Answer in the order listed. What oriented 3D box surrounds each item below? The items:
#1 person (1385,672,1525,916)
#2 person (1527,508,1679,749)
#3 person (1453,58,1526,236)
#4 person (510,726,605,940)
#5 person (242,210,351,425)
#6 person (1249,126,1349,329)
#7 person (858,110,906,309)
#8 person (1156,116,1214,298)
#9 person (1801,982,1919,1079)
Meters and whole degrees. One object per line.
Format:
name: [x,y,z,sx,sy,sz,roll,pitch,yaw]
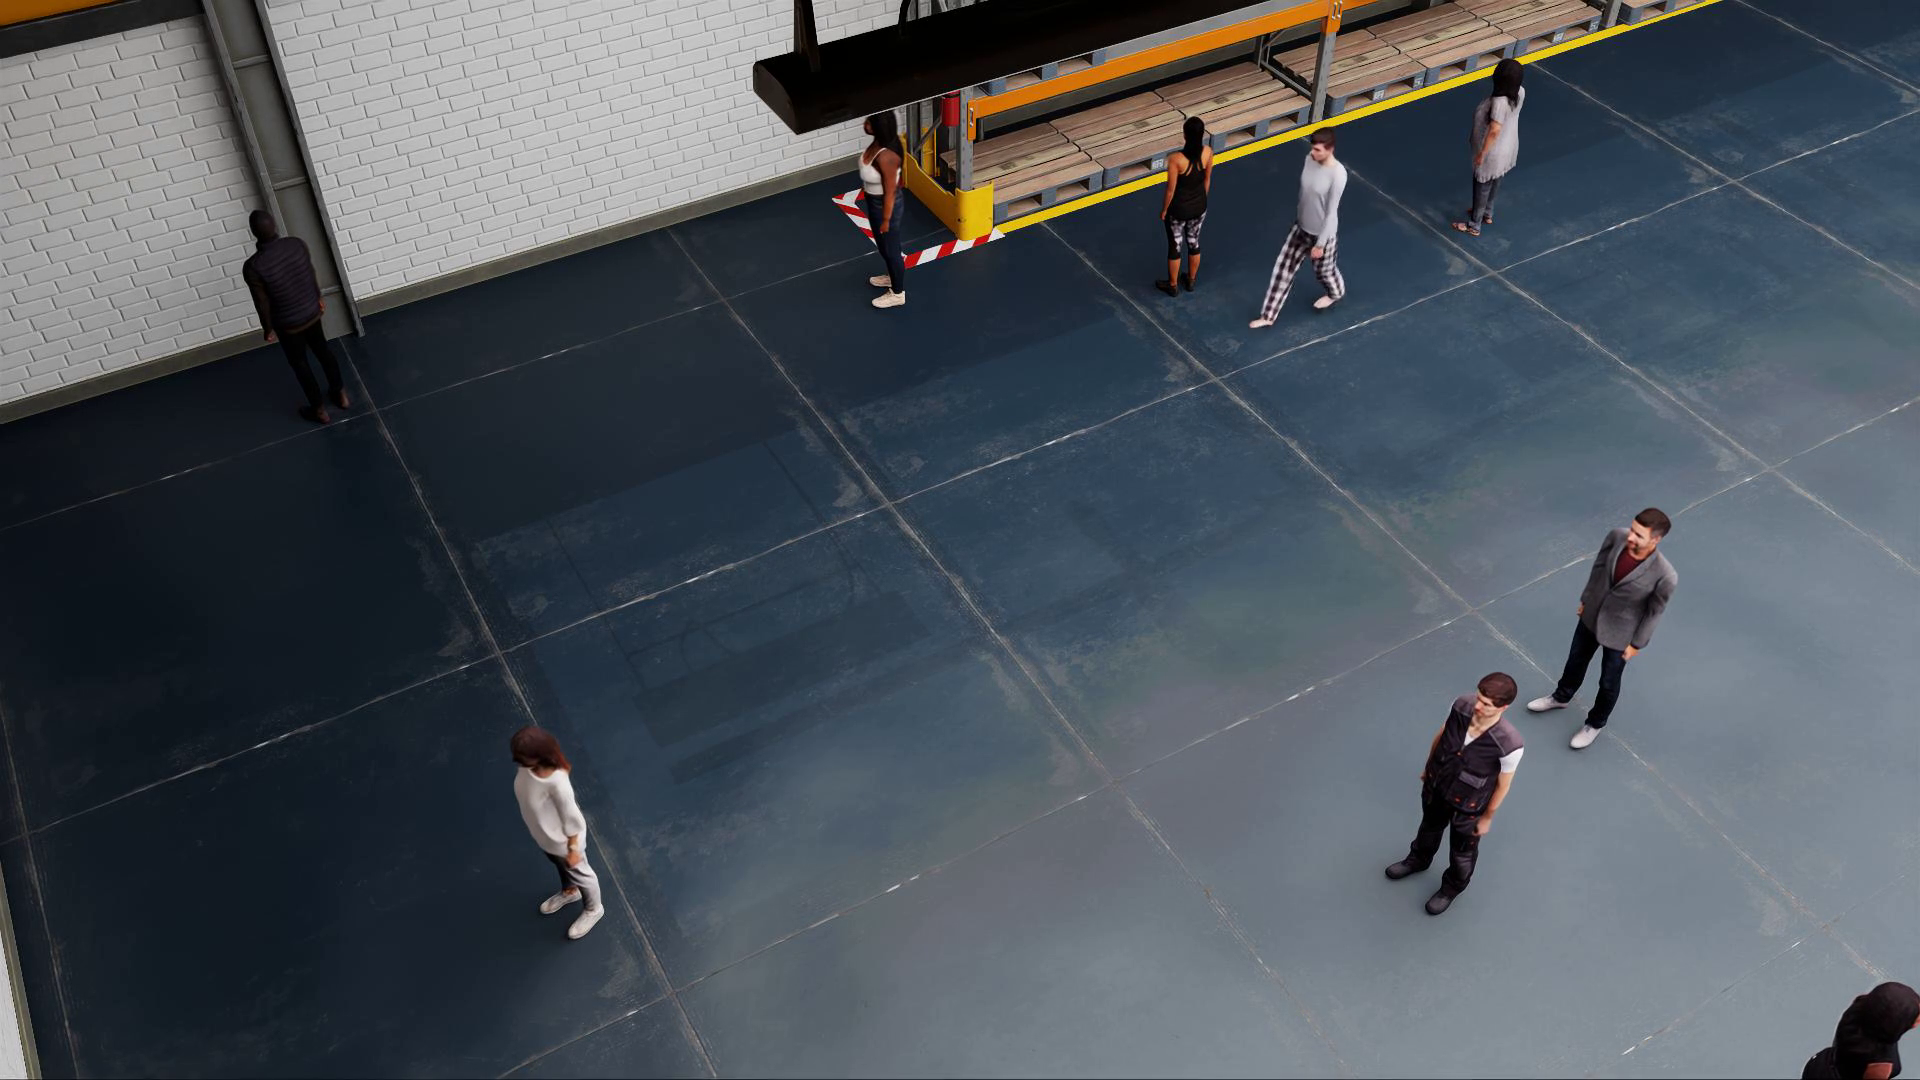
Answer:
person: [2.805,1.383,9.282,0.576,1.848,0.657,-25,49,-24]
person: [3.990,0.505,10.186,0.578,1.874,0.670,-22,48,-22]
person: [4.667,-3.444,14.522,0.785,1.610,0.699,29,51,27]
person: [-2.233,1.575,9.197,0.652,1.689,0.623,34,53,31]
person: [-5.002,-1.682,12.510,0.830,1.835,0.665,28,50,26]
person: [2.944,-2.525,13.427,1.192,1.790,0.681,-23,48,-22]
person: [-0.602,-2.748,13.648,0.750,1.809,0.735,-2,44,-2]
person: [1.874,-2.773,13.784,0.467,1.656,0.654,-17,46,-17]
person: [4.229,2.654,8.027,0.708,1.740,0.664,7,44,8]
